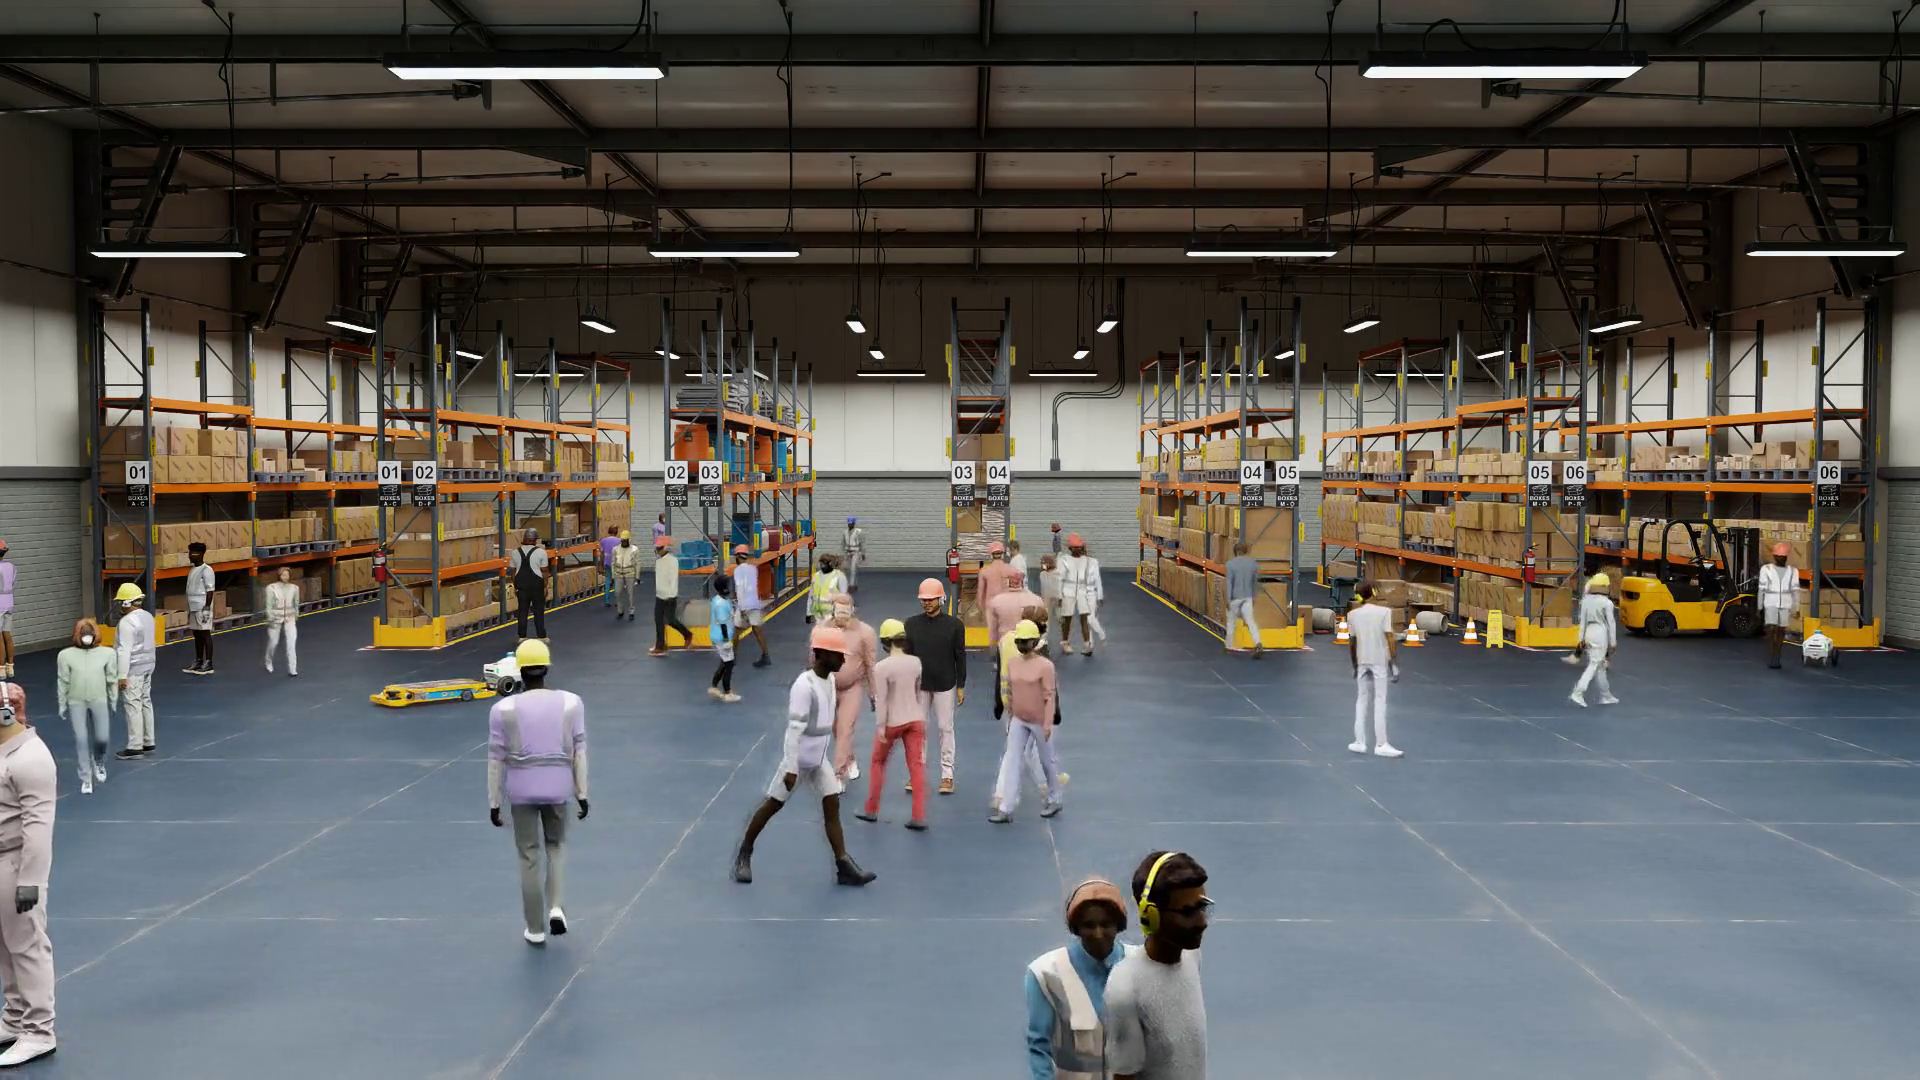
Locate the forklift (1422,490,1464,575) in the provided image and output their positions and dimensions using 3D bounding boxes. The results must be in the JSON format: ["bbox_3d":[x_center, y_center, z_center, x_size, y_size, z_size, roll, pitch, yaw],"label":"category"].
[{"bbox_3d":[13.926,-0.371,47.846,1.873,2.768,1.129,0,2,0],"label":"forklift"}]

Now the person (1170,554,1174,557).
[{"bbox_3d":[5.895,0.236,44.573,0.993,1.855,0.640,1,2,22],"label":"person"}]

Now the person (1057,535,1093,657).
[{"bbox_3d":[1.898,0.905,26.448,0.629,1.974,1.014,0,2,-7],"label":"person"}]

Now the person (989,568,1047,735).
[{"bbox_3d":[0.684,1.265,18.509,0.676,1.877,0.804,0,2,11],"label":"person"}]

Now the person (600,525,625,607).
[{"bbox_3d":[-7.794,0.580,36.198,0.565,1.845,0.387,1,2,14],"label":"person"}]

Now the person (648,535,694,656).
[{"bbox_3d":[-4.754,0.900,26.479,0.706,1.979,0.619,-2,3,-45],"label":"person"}]

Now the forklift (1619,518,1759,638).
[{"bbox_3d":[13.417,0.684,29.791,2.313,2.155,1.214,0,2,0],"label":"forklift"}]

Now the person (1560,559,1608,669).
[{"bbox_3d":[9.532,1.122,24.664,0.792,1.660,0.557,1,3,27],"label":"person"}]

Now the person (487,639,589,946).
[{"bbox_3d":[-2.661,1.579,10.162,0.619,1.912,0.415,-1,3,-27],"label":"person"}]

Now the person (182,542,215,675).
[{"bbox_3d":[-11.312,1.005,24.007,0.604,1.966,0.367,2,3,40],"label":"person"}]

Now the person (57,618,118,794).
[{"bbox_3d":[-8.126,1.533,15.038,0.504,1.621,0.407,-1,3,-31],"label":"person"}]

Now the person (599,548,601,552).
[{"bbox_3d":[-9.878,0.311,44.811,0.320,1.695,0.537,0,2,-3],"label":"person"}]

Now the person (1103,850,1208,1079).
[{"bbox_3d":[0.697,1.831,4.681,0.714,1.848,0.571,2,3,37],"label":"person"}]

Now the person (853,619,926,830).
[{"bbox_3d":[-0.561,1.537,13.568,0.547,1.740,0.822,-2,3,-38],"label":"person"}]

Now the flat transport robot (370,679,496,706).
[{"bbox_3d":[-6.871,1.978,21.064,1.431,0.197,0.652,-2,3,-42],"label":"flat transport robot"}]

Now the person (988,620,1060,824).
[{"bbox_3d":[0.586,1.534,13.731,0.542,1.713,0.899,2,3,37],"label":"person"}]

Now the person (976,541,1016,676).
[{"bbox_3d":[0.553,1.006,23.820,0.639,1.972,0.577,0,2,-8],"label":"person"}]

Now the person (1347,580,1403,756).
[{"bbox_3d":[4.433,1.351,17.127,0.685,1.832,0.339,2,3,40],"label":"person"}]

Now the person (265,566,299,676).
[{"bbox_3d":[-10.059,1.184,23.908,0.506,1.609,0.759,-2,3,-39],"label":"person"}]

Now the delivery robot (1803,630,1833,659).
[{"bbox_3d":[13.282,1.636,24.984,0.477,0.478,0.707,2,3,35],"label":"delivery robot"}]

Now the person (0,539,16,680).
[{"bbox_3d":[-13.941,0.990,23.394,0.366,2.048,0.610,0,2,-3],"label":"person"}]

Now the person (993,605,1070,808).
[{"bbox_3d":[0.672,1.474,14.422,0.960,1.787,0.637,-2,3,-35],"label":"person"}]

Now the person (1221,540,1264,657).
[{"bbox_3d":[4.624,0.950,26.344,0.640,1.906,0.969,-1,2,-20],"label":"person"}]

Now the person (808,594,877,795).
[{"bbox_3d":[-1.089,1.417,15.288,0.666,1.855,0.951,1,2,17],"label":"person"}]

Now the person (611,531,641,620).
[{"bbox_3d":[-6.823,0.728,32.981,0.616,1.812,0.436,0,2,6],"label":"person"}]

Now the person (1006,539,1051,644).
[{"bbox_3d":[1.056,0.935,26.657,0.834,1.897,0.688,0,2,3],"label":"person"}]

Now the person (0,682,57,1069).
[{"bbox_3d":[-4.812,1.666,8.152,0.660,1.906,0.404,2,3,44],"label":"person"}]

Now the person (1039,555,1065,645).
[{"bbox_3d":[1.592,1.045,27.838,0.520,1.574,0.896,2,3,33],"label":"person"}]

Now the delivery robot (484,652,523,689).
[{"bbox_3d":[-6.071,1.762,21.837,0.477,0.478,0.707,2,3,37],"label":"delivery robot"}]

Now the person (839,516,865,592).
[{"bbox_3d":[-2.791,0.363,40.721,0.651,1.914,0.865,1,3,29],"label":"person"}]

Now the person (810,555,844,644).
[{"bbox_3d":[-2.160,1.046,27.690,0.893,1.584,0.500,0,2,-5],"label":"person"}]

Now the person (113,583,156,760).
[{"bbox_3d":[-8.643,1.360,16.883,0.403,1.823,0.597,0,2,-3],"label":"person"}]

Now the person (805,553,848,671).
[{"bbox_3d":[-2.011,1.096,23.865,0.650,1.789,0.943,2,3,35],"label":"person"}]

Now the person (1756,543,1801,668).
[{"bbox_3d":[12.454,1.011,24.501,0.583,1.909,0.822,1,2,14],"label":"person"}]

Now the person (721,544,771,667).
[{"bbox_3d":[-3.301,1.011,24.853,0.992,1.872,0.575,2,3,34],"label":"person"}]

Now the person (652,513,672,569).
[{"bbox_3d":[-8.142,0.216,44.205,0.357,1.938,0.638,1,3,33],"label":"person"}]

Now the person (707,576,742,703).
[{"bbox_3d":[-3.050,1.285,20.877,0.394,1.666,0.592,-1,2,-15],"label":"person"}]

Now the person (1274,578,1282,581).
[{"bbox_3d":[6.769,0.643,34.877,0.586,1.826,0.403,0,2,2],"label":"person"}]

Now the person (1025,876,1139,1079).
[{"bbox_3d":[0.476,1.927,5.376,0.509,1.592,0.888,0,2,-8],"label":"person"}]

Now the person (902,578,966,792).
[{"bbox_3d":[-0.254,1.348,15.022,0.623,1.992,0.397,1,2,14],"label":"person"}]

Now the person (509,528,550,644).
[{"bbox_3d":[-7.511,0.818,28.318,0.681,2.000,0.536,0,2,10],"label":"person"}]

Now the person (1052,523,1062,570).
[{"bbox_3d":[2.672,0.348,44.677,0.282,1.633,0.498,0,2,2],"label":"person"}]

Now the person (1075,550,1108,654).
[{"bbox_3d":[2.103,0.952,26.731,0.637,1.858,0.529,2,3,44],"label":"person"}]

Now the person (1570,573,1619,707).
[{"bbox_3d":[8.120,1.268,20.649,0.877,1.706,0.497,-1,2,-24],"label":"person"}]

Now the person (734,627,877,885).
[{"bbox_3d":[-1.175,1.554,11.669,1.075,1.868,0.596,1,2,24],"label":"person"}]
